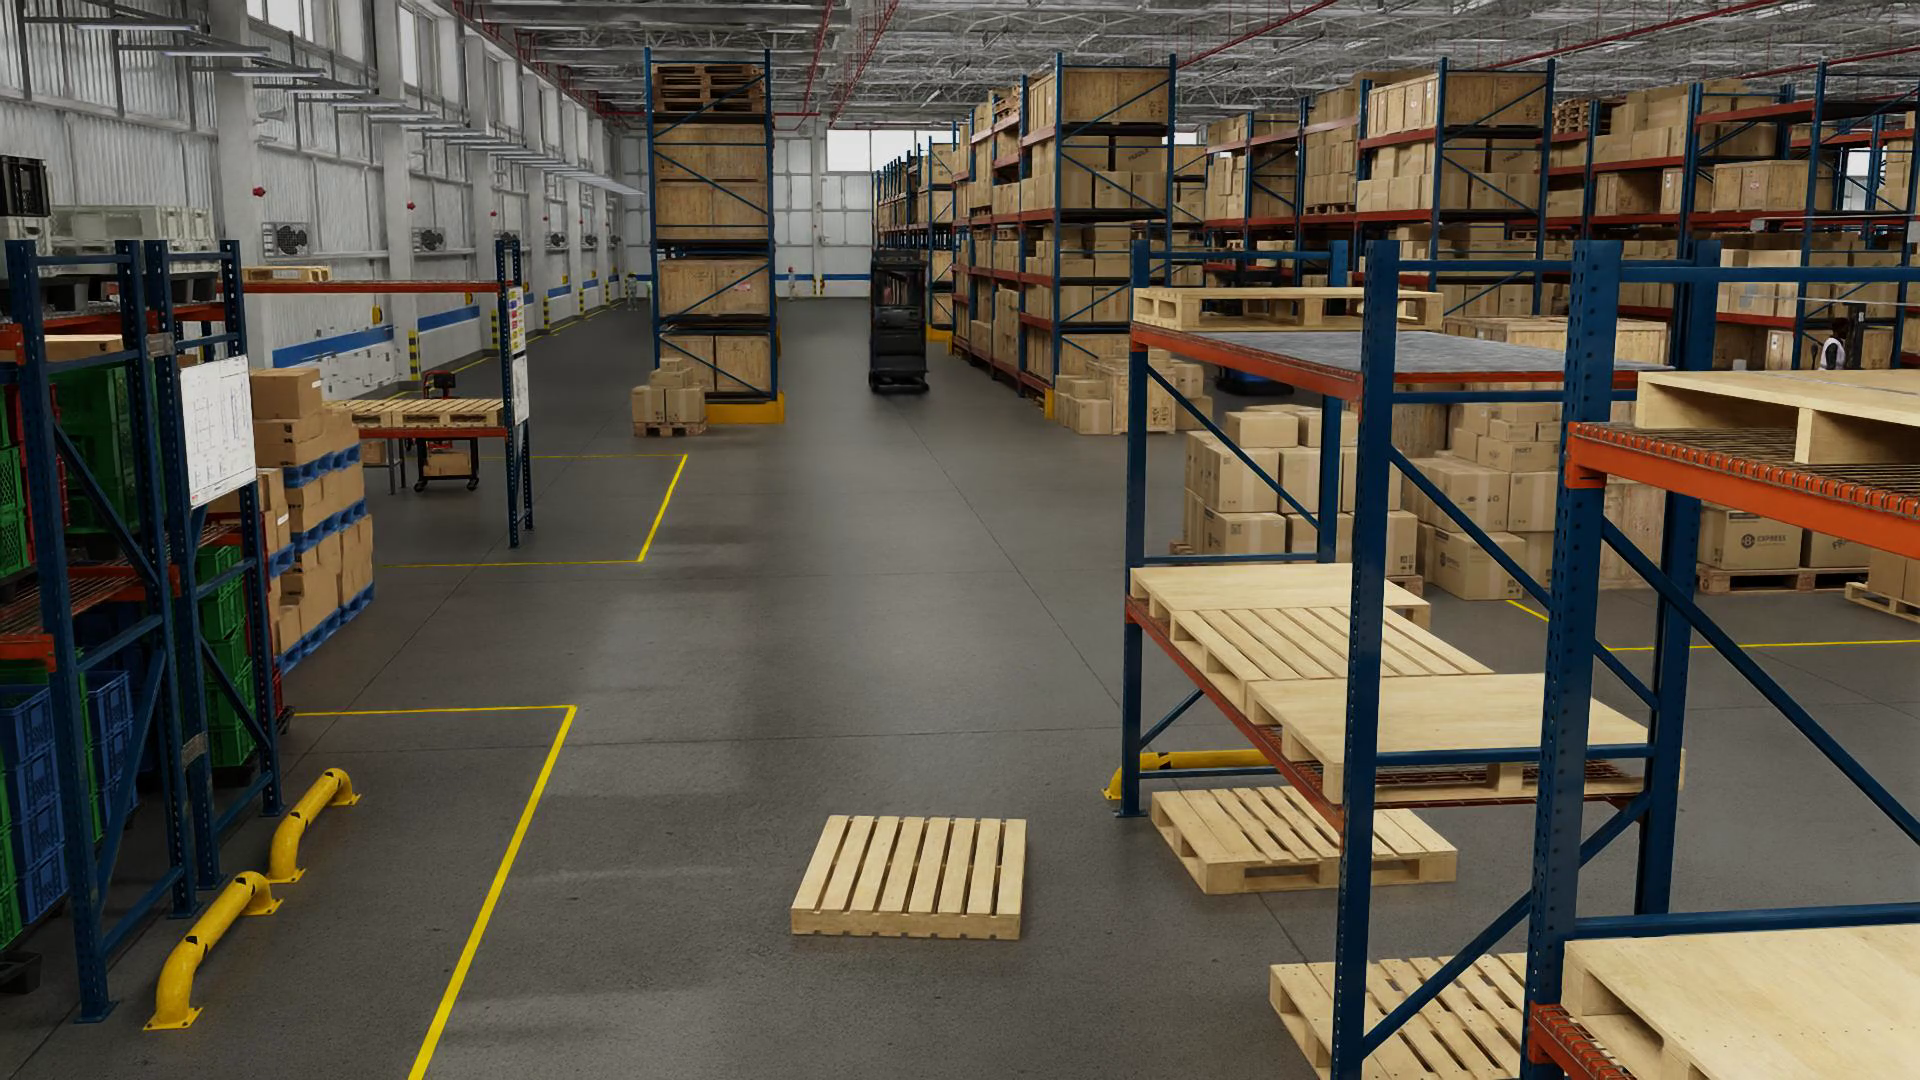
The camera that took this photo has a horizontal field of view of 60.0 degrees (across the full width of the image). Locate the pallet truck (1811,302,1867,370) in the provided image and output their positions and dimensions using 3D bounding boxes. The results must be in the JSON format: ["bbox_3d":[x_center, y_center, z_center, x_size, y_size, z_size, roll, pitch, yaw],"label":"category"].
[{"bbox_3d":[15.846,-3.142,28.793,1.885,1.965,0.823,2,10,12],"label":"pallet truck"}]

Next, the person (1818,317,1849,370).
[{"bbox_3d":[12.827,-2.325,24.519,0.385,1.911,0.592,6,12,30],"label":"person"}]

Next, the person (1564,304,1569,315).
[{"bbox_3d":[11.646,-3.596,31.802,0.663,1.812,0.804,-1,10,-4],"label":"person"}]

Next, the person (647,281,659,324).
[{"bbox_3d":[-10.975,-8.693,60.026,0.584,1.824,0.547,-2,10,-13],"label":"person"}]

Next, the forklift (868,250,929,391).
[{"bbox_3d":[-1.286,-4.480,33.755,1.129,2.768,1.873,-1,10,-6],"label":"forklift"}]

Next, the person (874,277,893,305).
[{"bbox_3d":[-2.446,-7.398,52.652,0.675,1.891,0.427,-2,10,-12],"label":"person"}]

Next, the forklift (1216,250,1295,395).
[{"bbox_3d":[5.878,-4.308,32.803,1.129,2.768,1.873,-1,10,-6],"label":"forklift"}]

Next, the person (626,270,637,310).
[{"bbox_3d":[-14.189,-10.797,71.947,0.483,1.735,0.341,-7,12,-34],"label":"person"}]

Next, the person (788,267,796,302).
[{"bbox_3d":[-8.291,-12.523,81.491,0.379,1.733,0.585,-6,12,-29],"label":"person"}]
